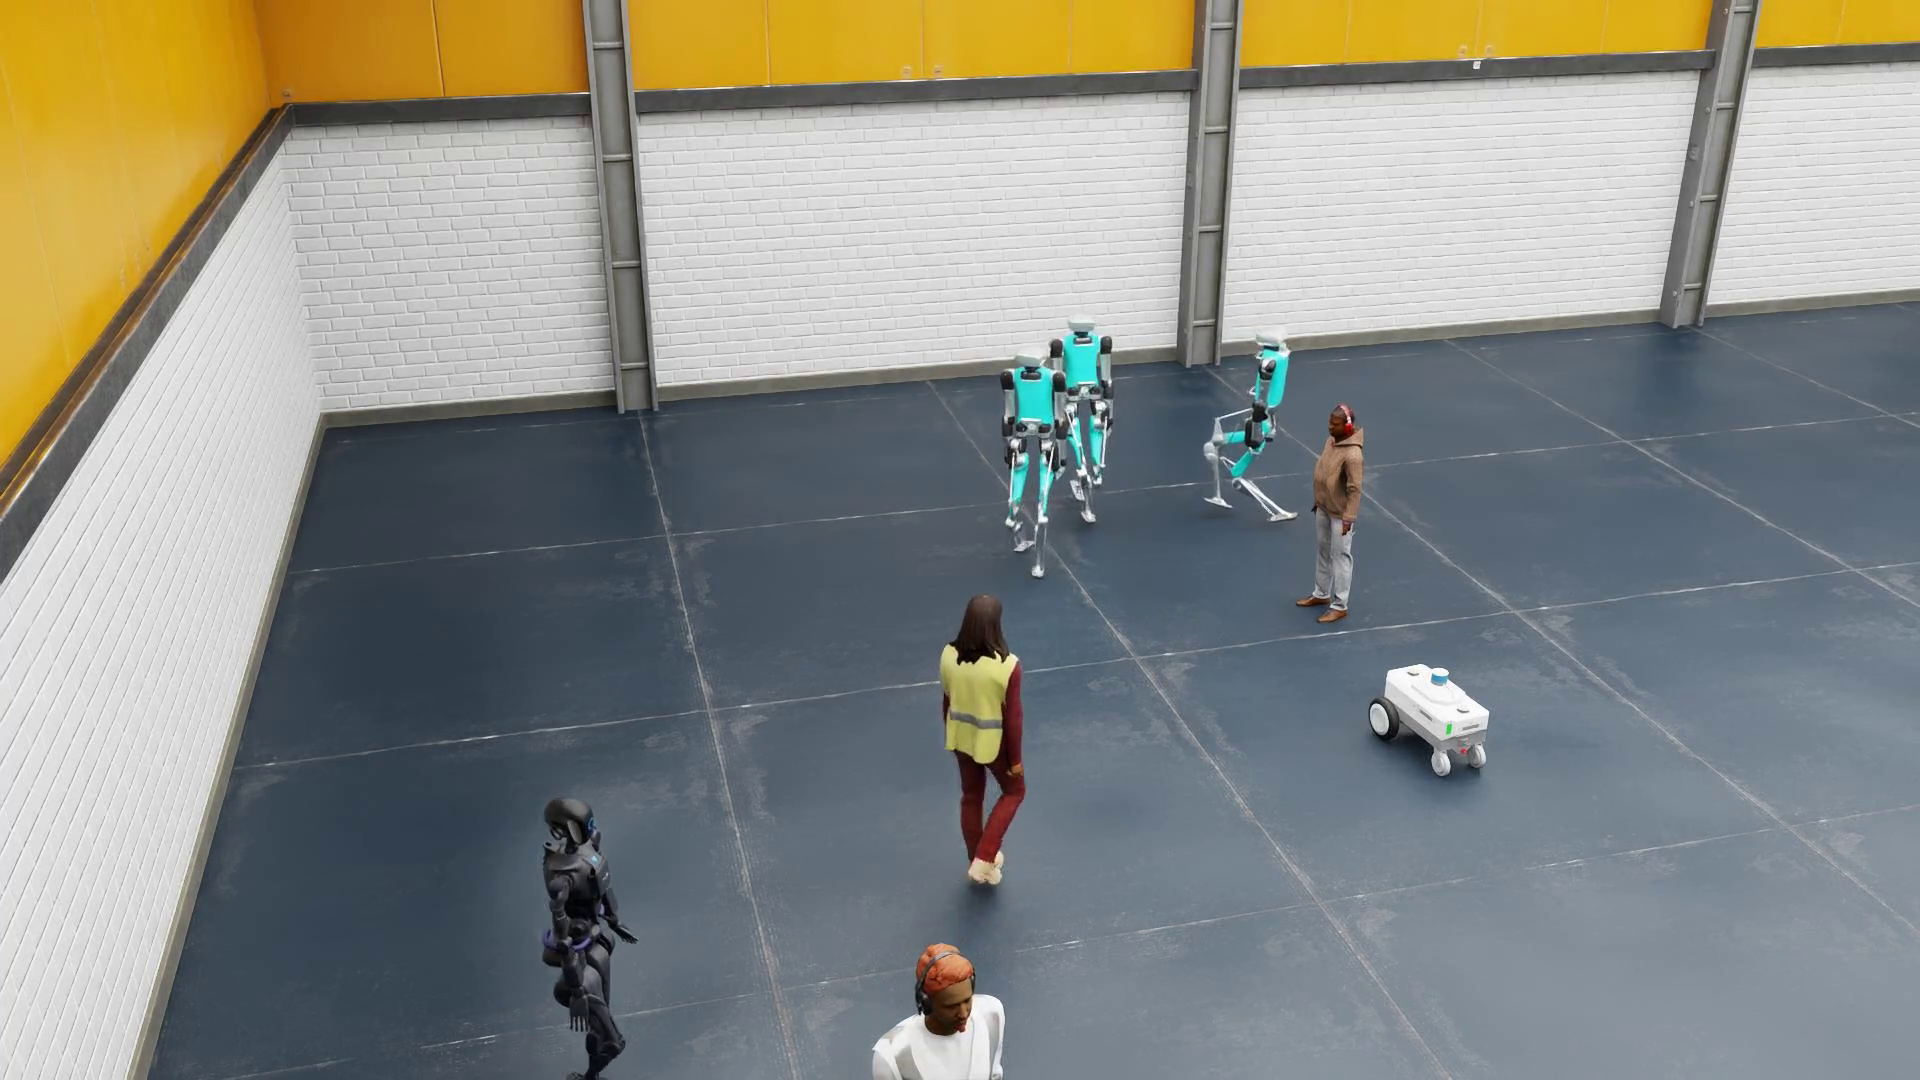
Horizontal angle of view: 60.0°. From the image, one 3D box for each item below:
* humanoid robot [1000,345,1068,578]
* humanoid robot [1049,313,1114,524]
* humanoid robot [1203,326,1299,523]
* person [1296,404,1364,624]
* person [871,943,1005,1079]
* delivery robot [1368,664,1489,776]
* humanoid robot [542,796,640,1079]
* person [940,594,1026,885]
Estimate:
[{"bbox_3d":[0.509,-0.567,12.875,0.566,1.780,0.884,8,25,17],"label":"humanoid robot"},{"bbox_3d":[1.053,-0.941,13.664,0.544,1.715,0.980,-5,24,-11],"label":"humanoid robot"},{"bbox_3d":[2.320,-0.932,13.667,1.043,1.737,0.559,11,26,24],"label":"humanoid robot"},{"bbox_3d":[2.743,-0.204,12.103,0.328,1.651,0.469,-8,25,-17],"label":"person"},{"bbox_3d":[-0.056,2.296,6.146,0.571,1.882,0.356,-17,29,-34],"label":"person"},{"bbox_3d":[2.990,1.092,10.549,0.499,0.614,0.791,-9,25,-19],"label":"delivery robot"},{"bbox_3d":[-1.650,1.839,7.433,0.338,1.654,0.593,3,24,6],"label":"humanoid robot"},{"bbox_3d":[0.129,1.105,8.999,0.494,1.760,0.427,13,27,27],"label":"person"}]
